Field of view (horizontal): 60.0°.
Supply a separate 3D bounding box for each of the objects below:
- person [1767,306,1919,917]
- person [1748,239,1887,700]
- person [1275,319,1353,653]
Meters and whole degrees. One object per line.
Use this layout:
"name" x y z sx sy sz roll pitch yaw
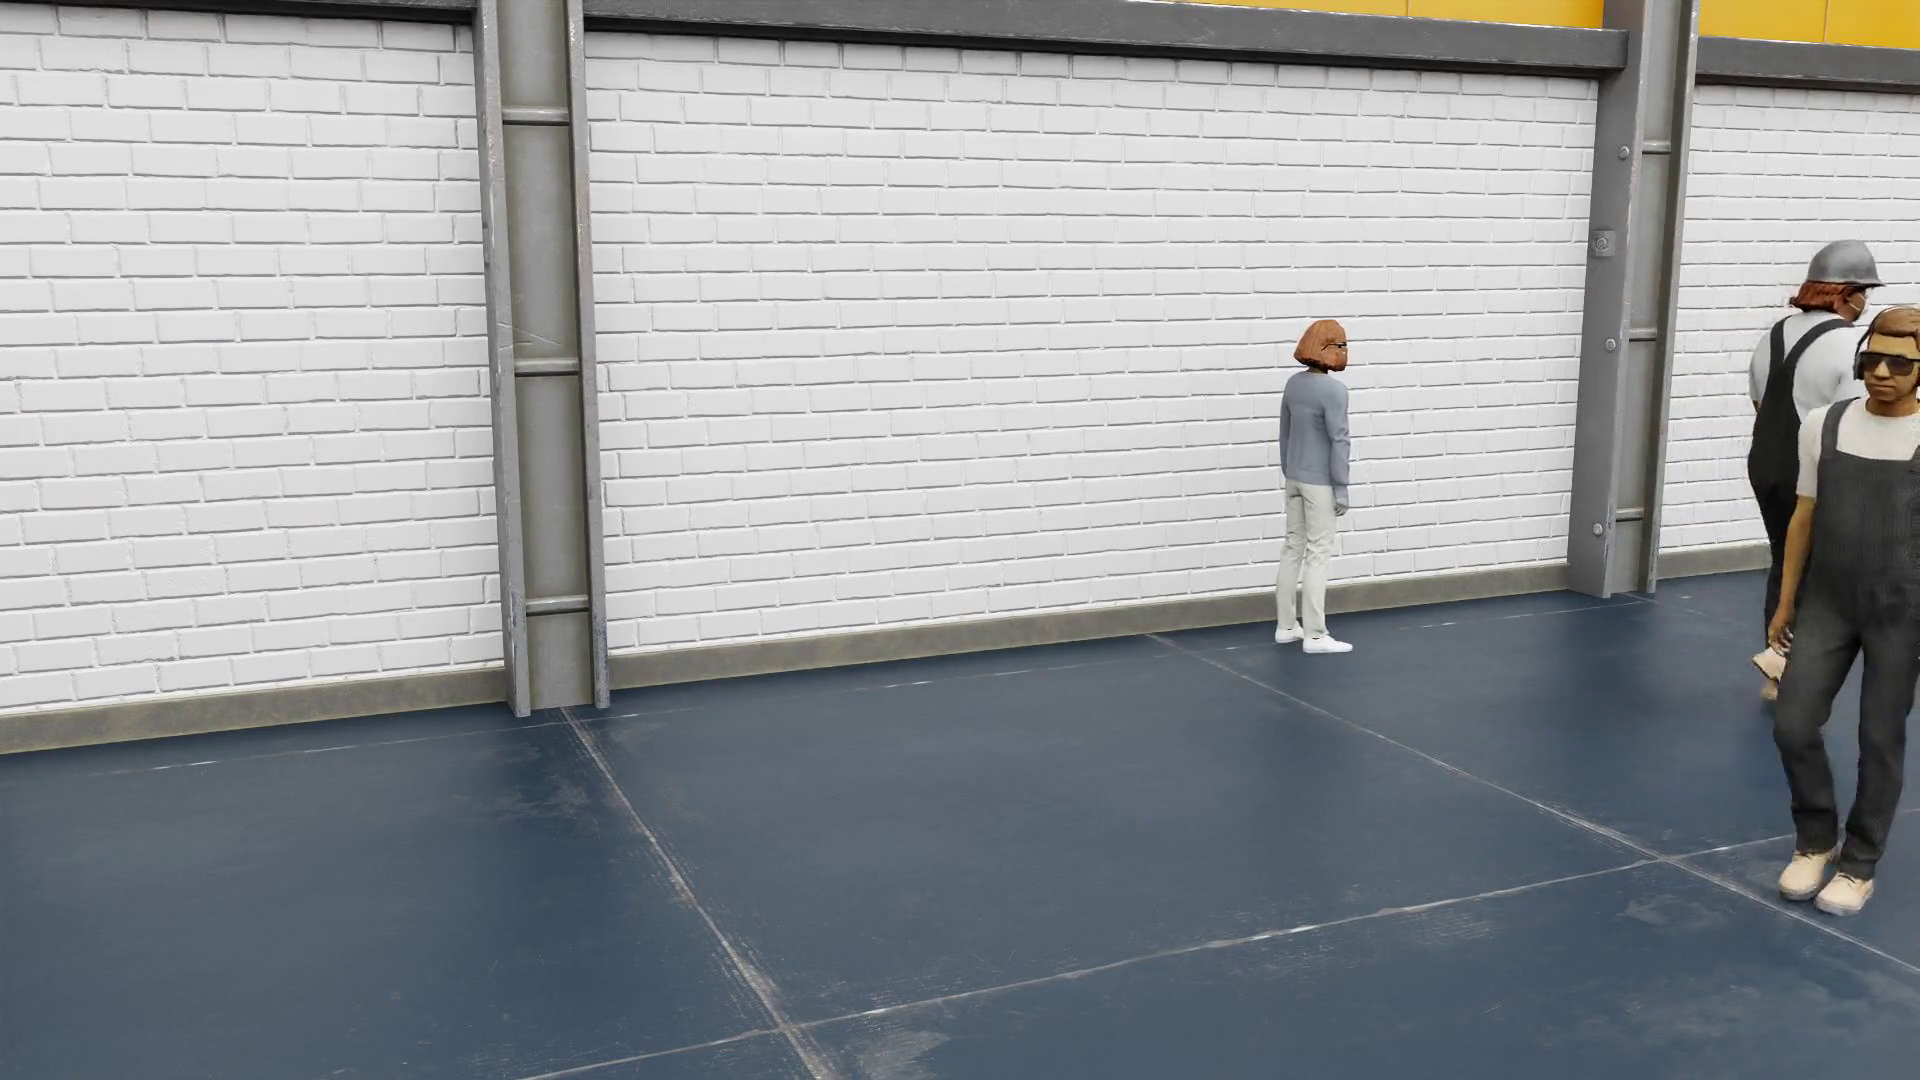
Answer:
"person" 2.663 0.231 4.911 0.445 1.828 0.556 -10 14 -43
"person" 3.689 -0.276 7.121 0.550 2.000 0.684 -2 11 -13
"person" 1.749 -0.267 8.194 0.274 1.632 0.503 -4 11 -21
